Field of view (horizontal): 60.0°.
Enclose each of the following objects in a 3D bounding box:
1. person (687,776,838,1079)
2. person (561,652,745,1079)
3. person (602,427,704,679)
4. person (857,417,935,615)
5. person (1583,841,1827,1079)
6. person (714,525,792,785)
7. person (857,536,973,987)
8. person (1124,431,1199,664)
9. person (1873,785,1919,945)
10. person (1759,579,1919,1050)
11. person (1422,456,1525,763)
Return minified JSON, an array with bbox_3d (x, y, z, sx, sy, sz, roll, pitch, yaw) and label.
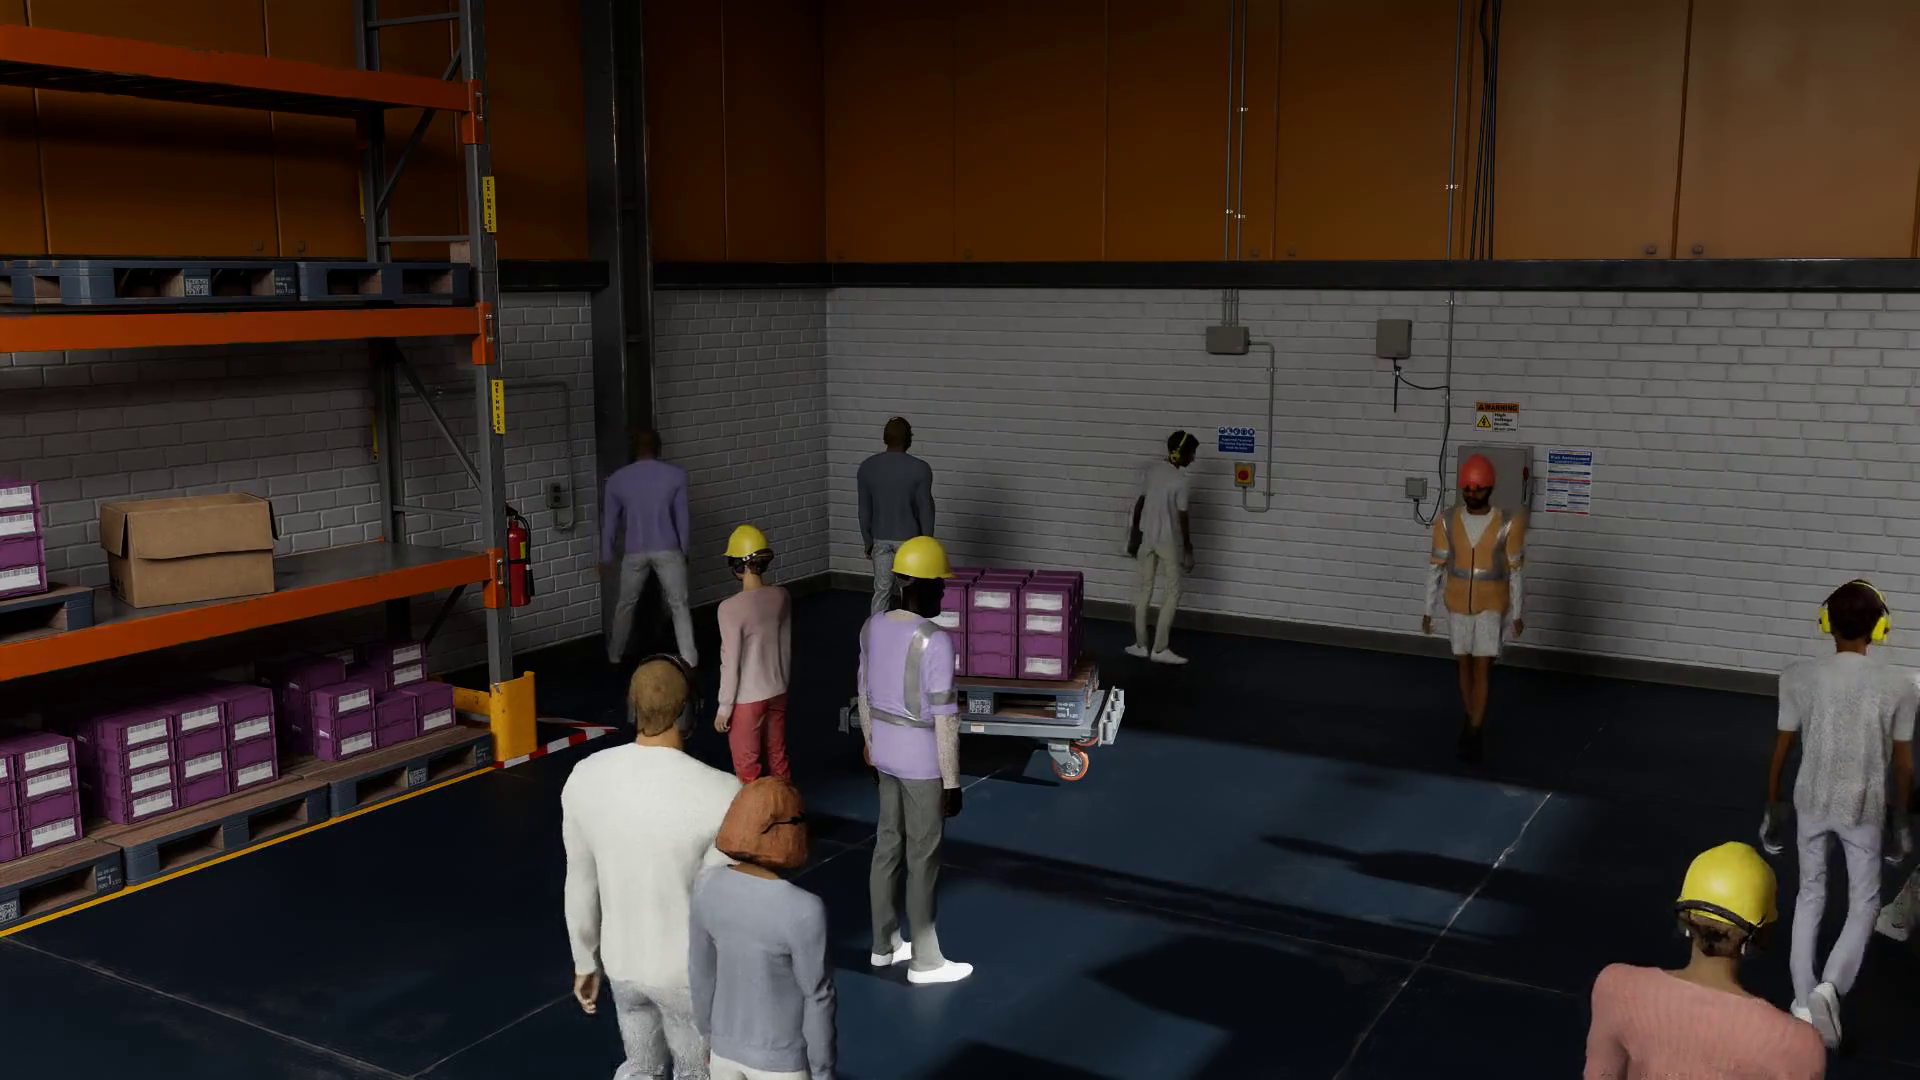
[{"bbox_3d":[-0.549,1.468,4.727,0.503,1.631,0.283,6,11,35],"label":"person"},{"bbox_3d":[-0.897,1.288,4.949,0.641,1.923,0.575,4,10,26],"label":"person"},{"bbox_3d":[-2.364,0.100,12.533,0.799,1.887,0.568,0,9,0],"label":"person"},{"bbox_3d":[-0.481,0.016,12.839,0.631,1.939,0.370,4,10,21],"label":"person"},{"bbox_3d":[1.664,1.559,3.845,0.528,1.744,0.789,6,11,35],"label":"person"},{"bbox_3d":[-1.061,0.802,8.473,0.317,1.767,0.535,6,11,33],"label":"person"},{"bbox_3d":[-0.185,0.936,7.139,0.386,1.922,0.594,-8,12,-40],"label":"person"},{"bbox_3d":[1.551,0.041,13.053,0.338,1.832,0.673,-7,12,-38],"label":"person"},{"bbox_3d":[4.377,1.095,7.187,0.867,1.592,0.527,8,12,40],"label":"person"},{"bbox_3d":[3.404,1.083,6.476,0.562,1.847,0.594,6,11,35],"label":"person"},{"bbox_3d":[3.176,0.431,10.379,0.581,1.890,0.955,6,11,31],"label":"person"}]
